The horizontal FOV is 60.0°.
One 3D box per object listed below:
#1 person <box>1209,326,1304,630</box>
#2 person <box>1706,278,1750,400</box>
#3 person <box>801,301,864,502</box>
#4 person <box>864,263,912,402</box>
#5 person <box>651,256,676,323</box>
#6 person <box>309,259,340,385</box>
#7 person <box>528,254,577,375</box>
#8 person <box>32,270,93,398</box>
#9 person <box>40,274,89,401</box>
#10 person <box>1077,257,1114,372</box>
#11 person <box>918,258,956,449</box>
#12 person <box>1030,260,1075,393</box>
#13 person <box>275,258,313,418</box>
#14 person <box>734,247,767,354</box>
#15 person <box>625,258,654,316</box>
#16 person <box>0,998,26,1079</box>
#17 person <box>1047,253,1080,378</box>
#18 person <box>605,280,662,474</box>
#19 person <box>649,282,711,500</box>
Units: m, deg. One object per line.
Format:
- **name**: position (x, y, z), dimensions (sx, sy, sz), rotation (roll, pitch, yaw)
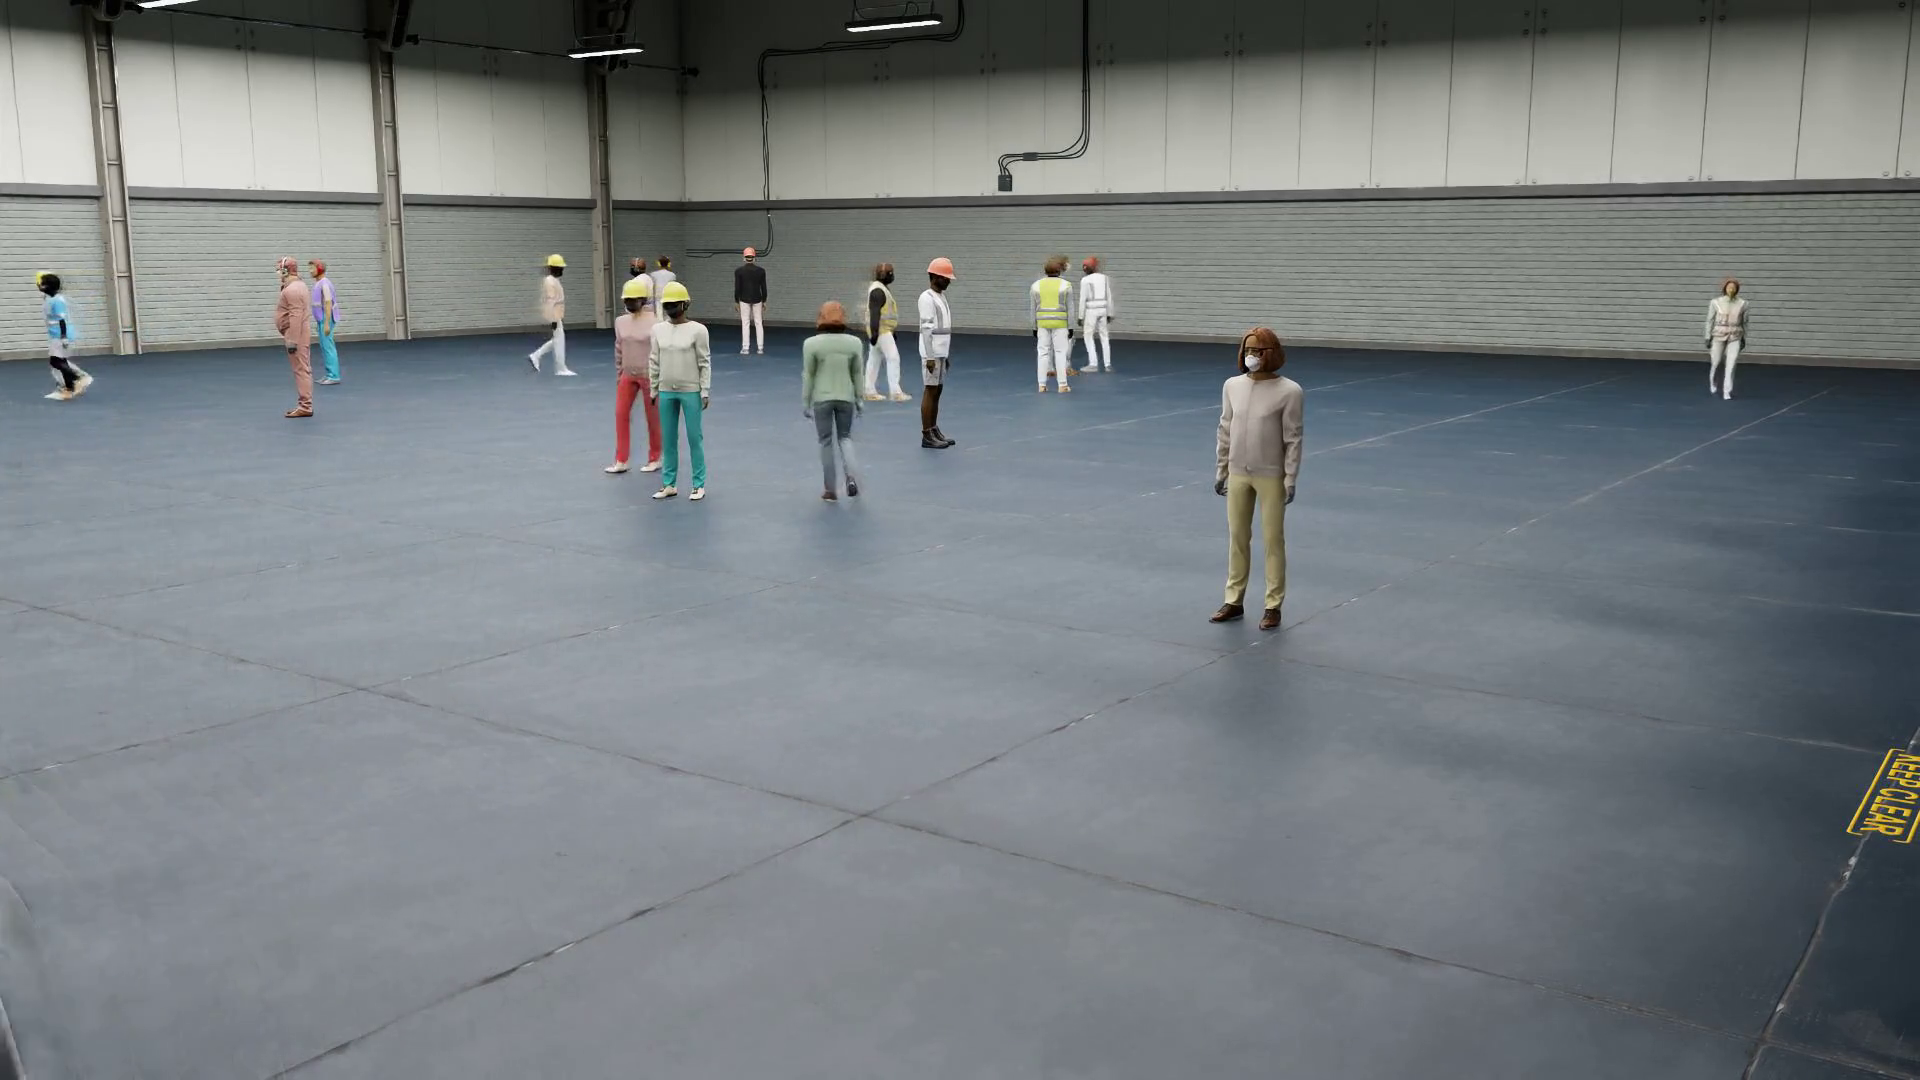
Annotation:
- **person**: position (1.606, -0.336, 9.013), dimensions (0.498, 1.633, 0.282), rotation (8, 13, 37)
- **person**: position (10.284, -2.704, 22.326), dimensions (0.520, 1.621, 0.616), rotation (3, 11, 17)
- **person**: position (-1.032, -1.111, 13.398), dimensions (0.500, 1.621, 0.337), rotation (-4, 11, -22)
- **person**: position (-0.926, -2.729, 21.890), dimensions (0.768, 1.812, 0.634), rotation (0, 10, -2)
- **person**: position (-5.958, -4.781, 33.378), dimensions (0.529, 1.830, 0.937), rotation (-1, 10, -7)
- **person**: position (-9.336, -3.202, 24.475), dimensions (0.372, 1.840, 0.570), rotation (-6, 12, -31)
- **person**: position (-6.430, -3.526, 26.117), dimensions (0.668, 1.913, 0.590), rotation (-2, 10, -10)
- **person**: position (-12.110, -2.772, 22.404), dimensions (0.562, 1.718, 0.521), rotation (-6, 12, -32)
- **person**: position (-11.796, -2.649, 21.824), dimensions (0.389, 1.678, 0.579), rotation (-6, 12, -32)
- **person**: position (2.239, -3.650, 26.975), dimensions (0.728, 1.855, 0.340), rotation (-7, 13, -36)
- **person**: position (-0.224, -1.900, 16.949), dimensions (0.371, 1.928, 0.543), rotation (3, 10, 15)
- **person**: position (1.296, -2.973, 23.193), dimensions (0.626, 1.846, 0.429), rotation (3, 11, 17)
- **person**: position (-7.981, -2.419, 19.928), dimensions (0.400, 1.905, 0.643), rotation (-2, 10, -14)
- **person**: position (-3.950, -4.502, 31.333), dimensions (0.623, 1.992, 0.397), rotation (-4, 11, -21)
- **person**: position (-4.986, -3.452, 25.884), dimensions (0.429, 1.845, 0.621), rotation (1, 10, 4)
- **person**: position (-0.989, 0.869, 1.370), dimensions (0.778, 1.944, 0.658), rotation (-8, 13, -39)
- **person**: position (1.610, -3.435, 25.563), dimensions (0.701, 1.917, 0.661), rotation (-2, 10, -9)
- **person**: position (-2.930, -1.446, 14.900), dimensions (0.553, 1.737, 0.736), rotation (4, 11, 22)
- **person**: position (-2.278, -1.199, 13.477), dimensions (0.534, 1.767, 0.314), rotation (3, 11, 16)
